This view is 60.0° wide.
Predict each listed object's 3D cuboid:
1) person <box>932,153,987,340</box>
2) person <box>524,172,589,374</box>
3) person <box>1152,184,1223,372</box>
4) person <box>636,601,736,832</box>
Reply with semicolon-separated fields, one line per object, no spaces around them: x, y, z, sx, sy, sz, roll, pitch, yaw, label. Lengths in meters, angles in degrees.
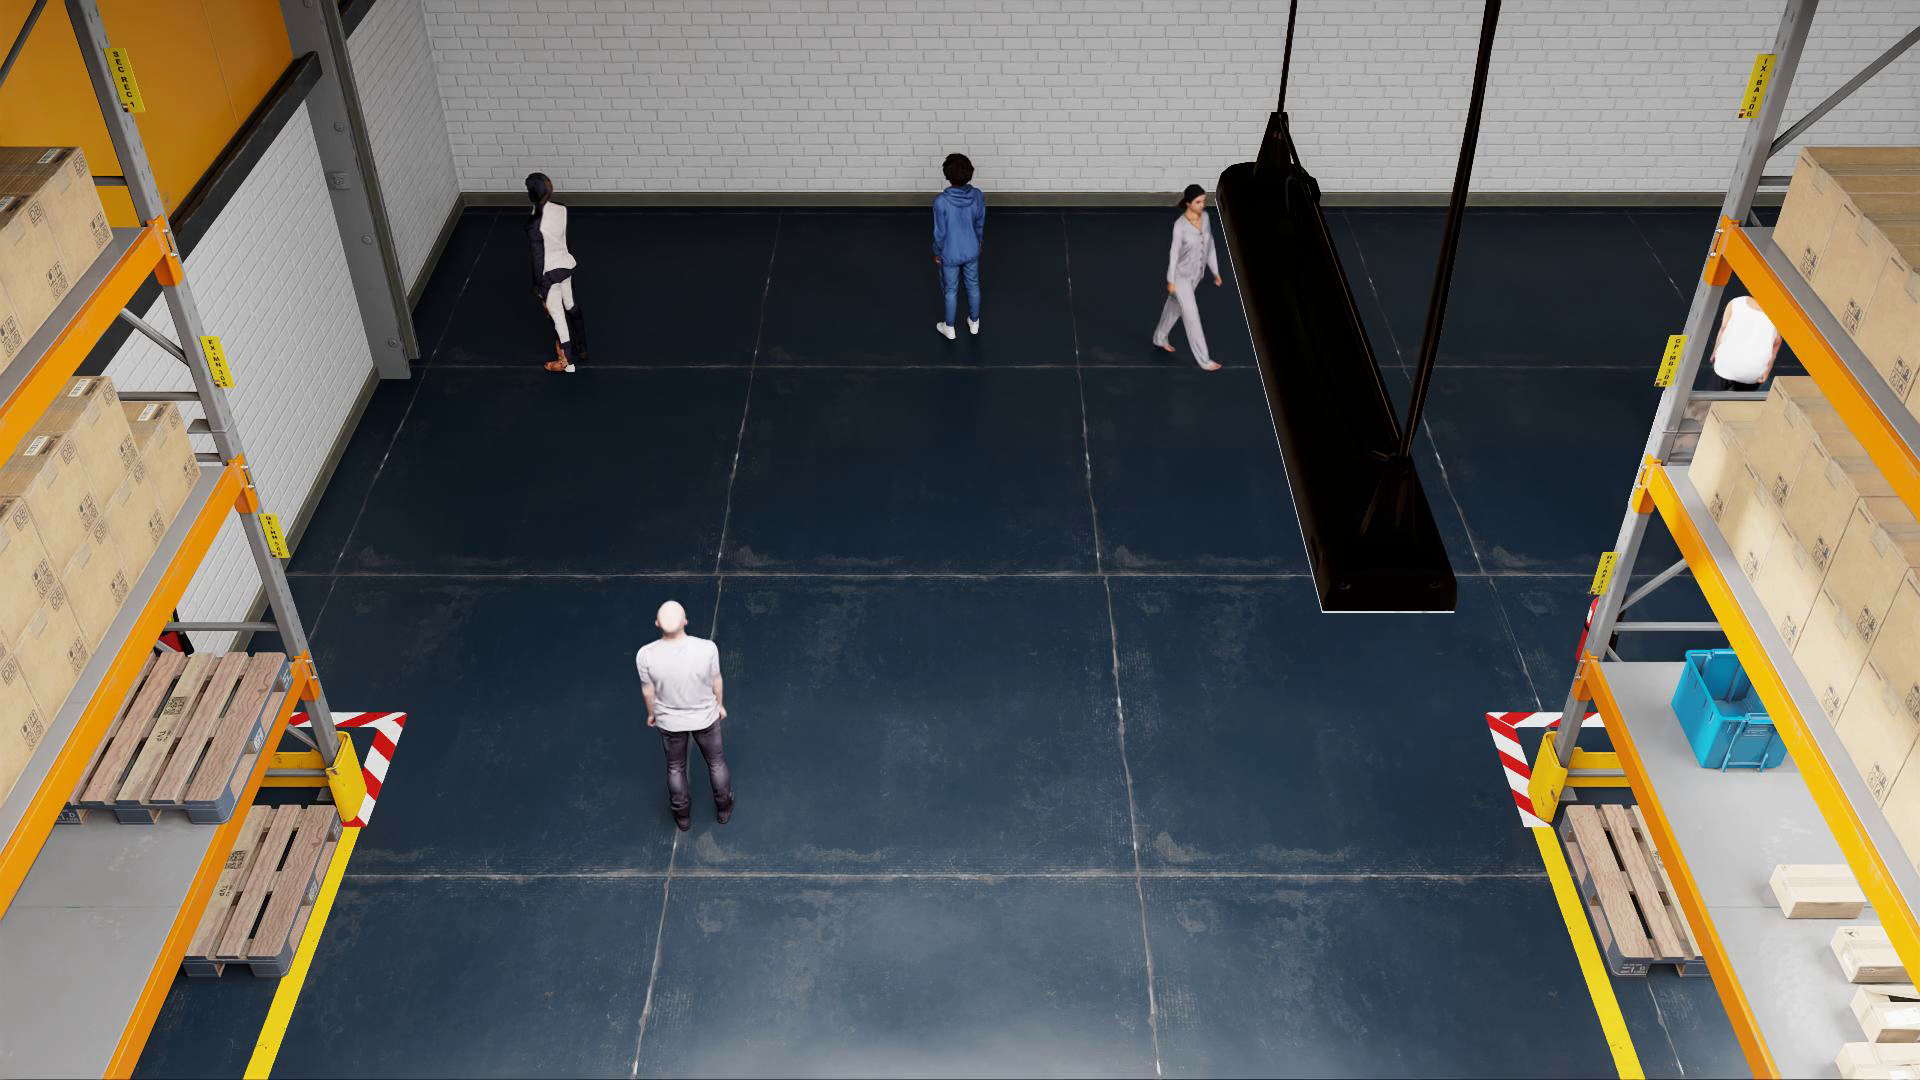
-0.010;-2.692;15.244;0.746;1.811;0.704;-13;40;-16;person
-3.606;-2.378;14.786;0.831;1.893;0.693;17;42;20;person
1.974;-2.406;14.946;1.047;1.736;1.128;-31;48;-33;person
-1.720;1.111;10.467;0.689;1.831;0.633;-5;39;-6;person
